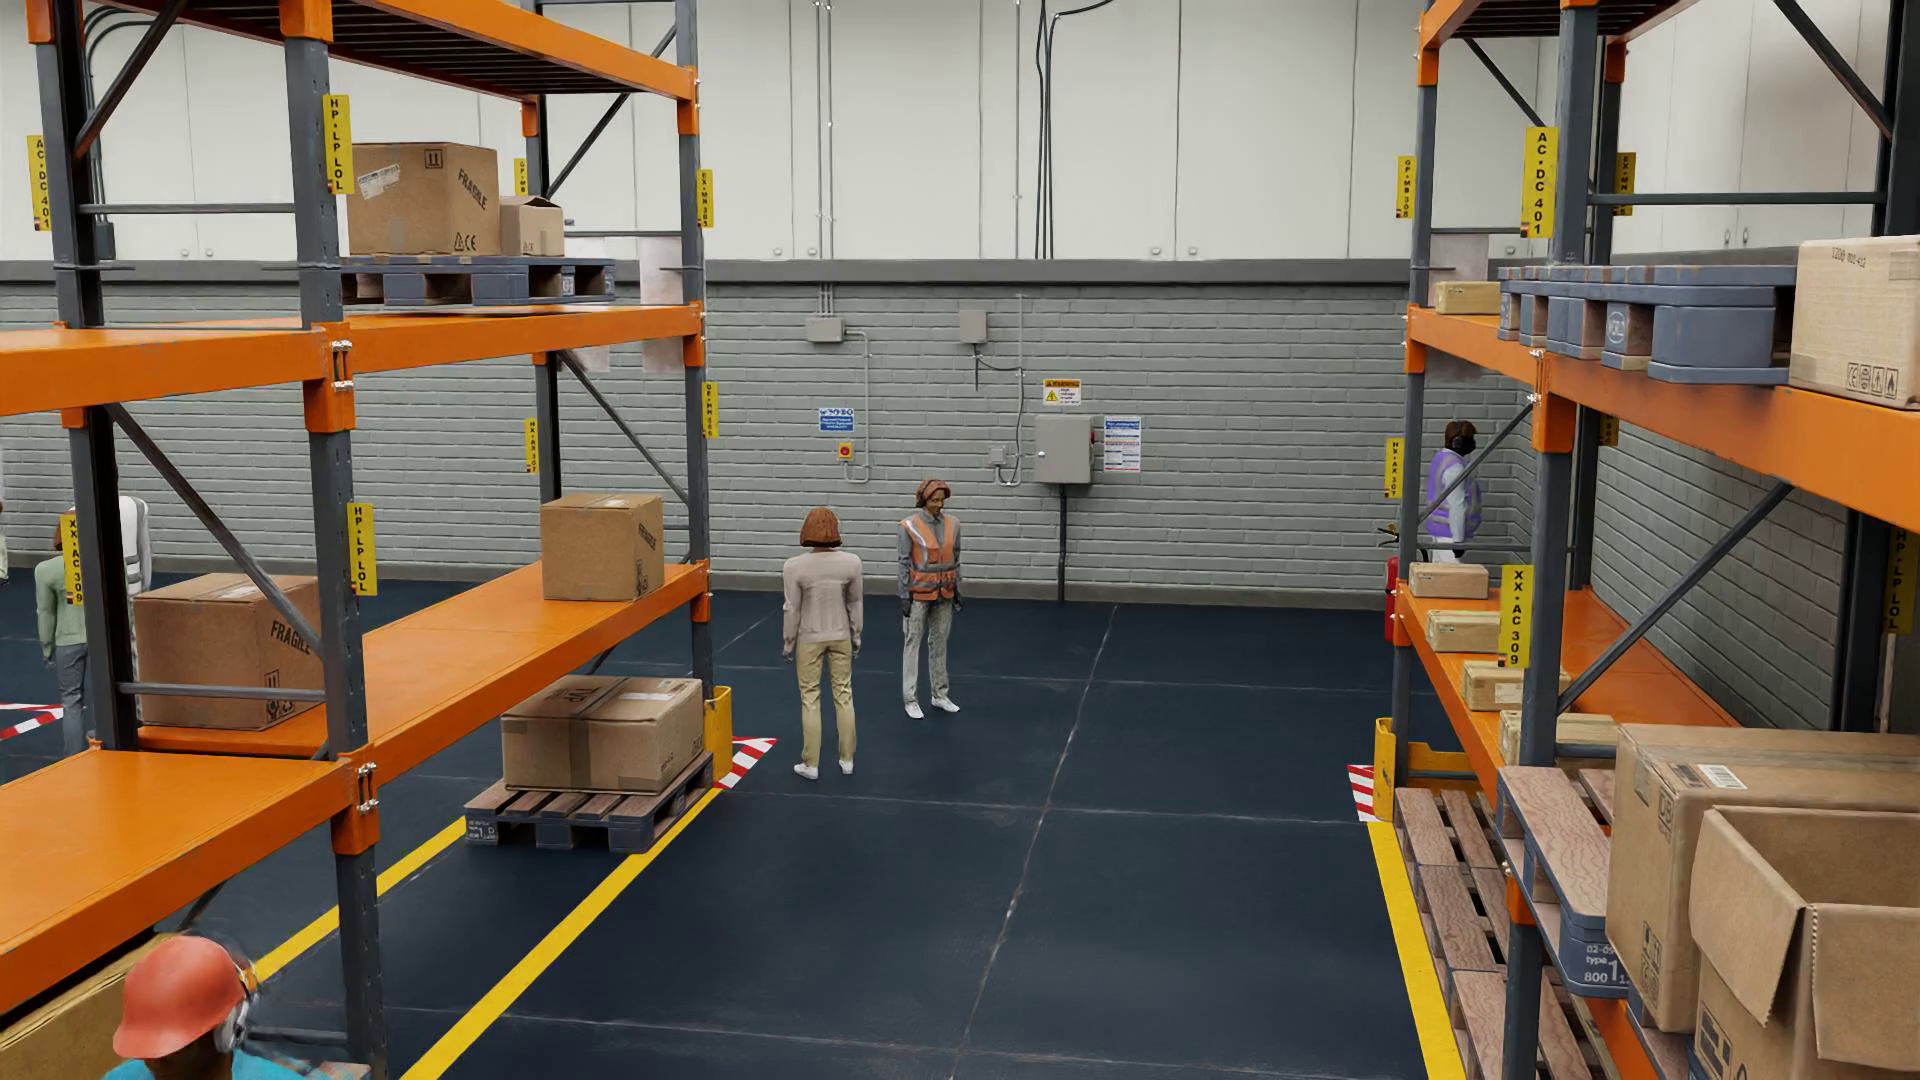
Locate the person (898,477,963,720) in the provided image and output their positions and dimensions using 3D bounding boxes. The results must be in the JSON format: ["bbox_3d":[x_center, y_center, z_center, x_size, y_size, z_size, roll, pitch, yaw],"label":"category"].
[{"bbox_3d":[-0.204,0.388,11.339,0.511,1.640,0.308,-7,11,-36],"label":"person"}]

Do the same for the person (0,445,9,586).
[{"bbox_3d":[-9.423,-0.409,15.946,0.573,1.741,0.355,3,10,18],"label":"person"}]

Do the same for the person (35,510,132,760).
[{"bbox_3d":[-5.204,0.626,9.923,0.501,1.624,0.293,-6,11,-32],"label":"person"}]

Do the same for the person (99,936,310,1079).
[{"bbox_3d":[-1.555,1.639,3.416,0.585,1.696,0.891,1,9,6],"label":"person"}]

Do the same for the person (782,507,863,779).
[{"bbox_3d":[-0.821,0.614,9.961,0.508,1.632,0.271,-4,10,-24],"label":"person"}]

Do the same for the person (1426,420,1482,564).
[{"bbox_3d":[3.987,-0.053,13.437,0.429,1.841,0.634,1,9,4],"label":"person"}]

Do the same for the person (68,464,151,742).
[{"bbox_3d":[-5.456,0.370,10.694,0.340,1.882,0.585,4,10,22],"label":"person"}]
